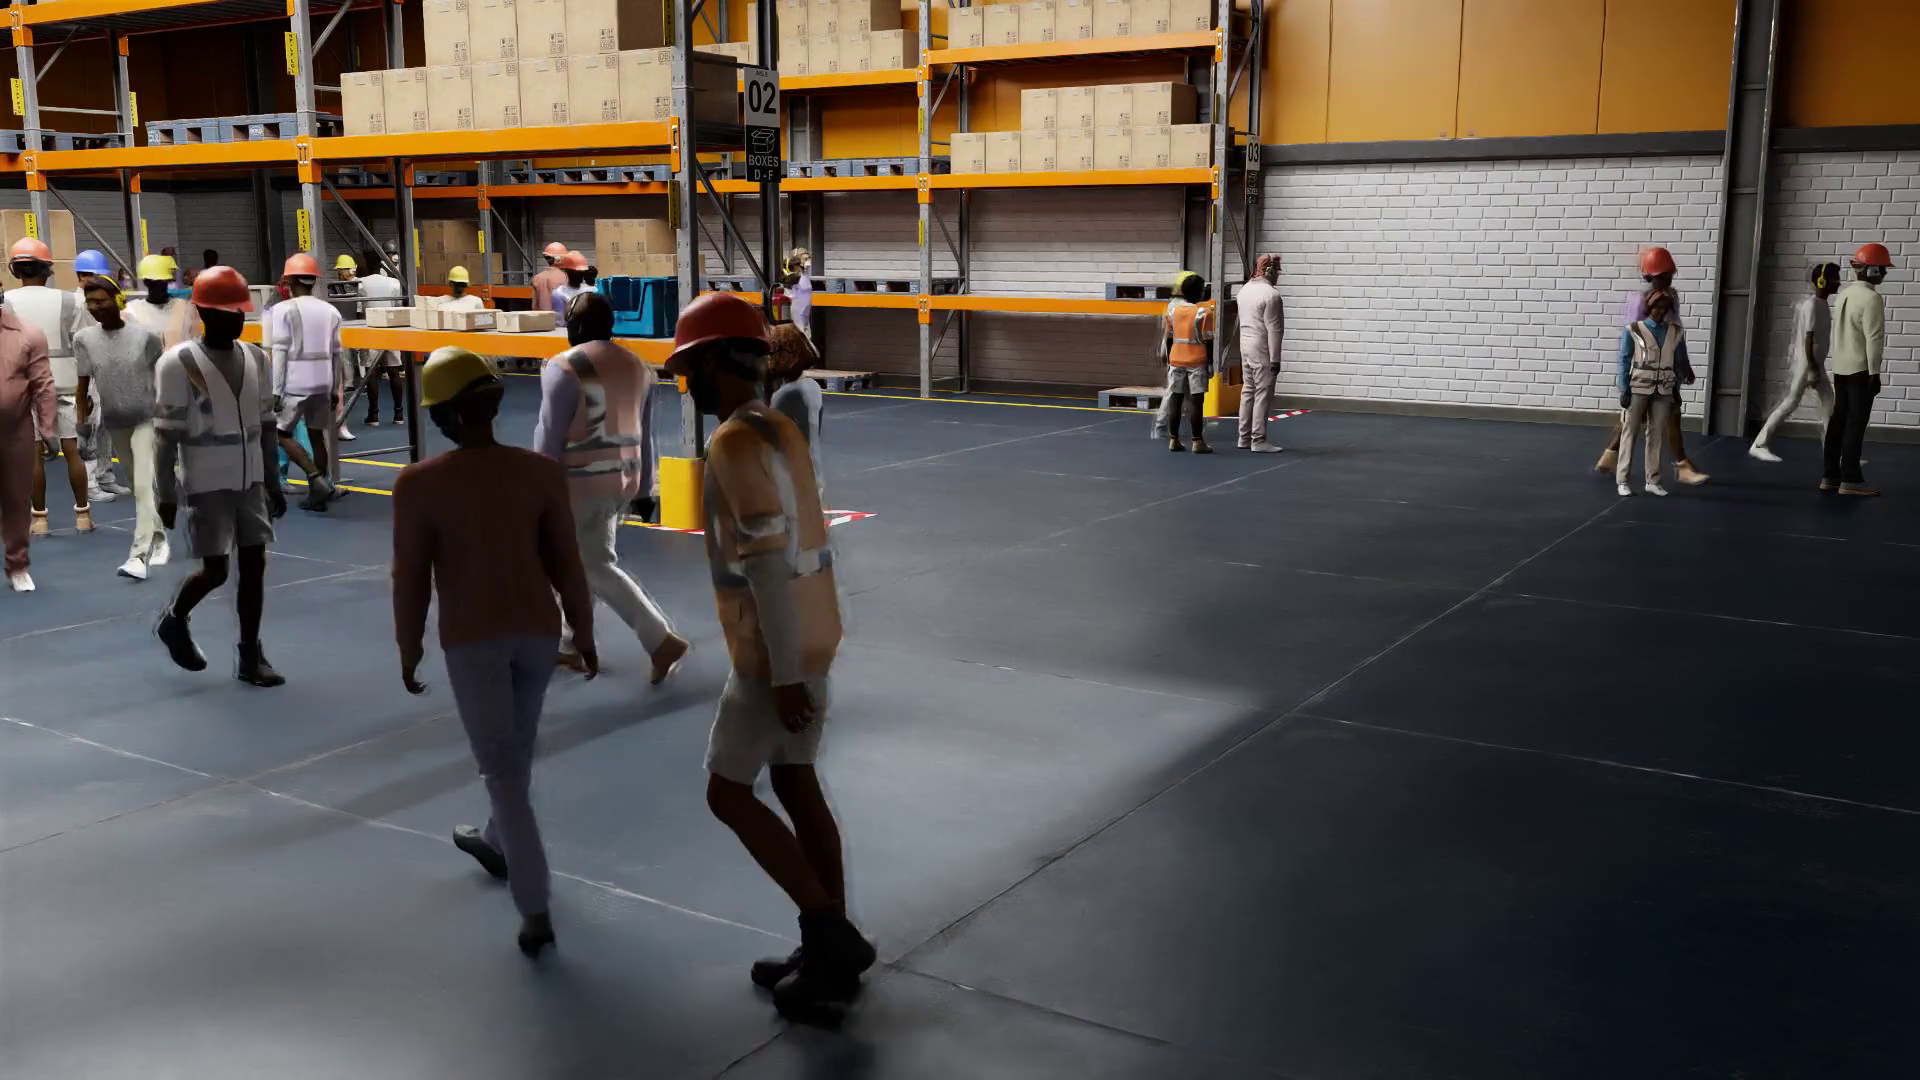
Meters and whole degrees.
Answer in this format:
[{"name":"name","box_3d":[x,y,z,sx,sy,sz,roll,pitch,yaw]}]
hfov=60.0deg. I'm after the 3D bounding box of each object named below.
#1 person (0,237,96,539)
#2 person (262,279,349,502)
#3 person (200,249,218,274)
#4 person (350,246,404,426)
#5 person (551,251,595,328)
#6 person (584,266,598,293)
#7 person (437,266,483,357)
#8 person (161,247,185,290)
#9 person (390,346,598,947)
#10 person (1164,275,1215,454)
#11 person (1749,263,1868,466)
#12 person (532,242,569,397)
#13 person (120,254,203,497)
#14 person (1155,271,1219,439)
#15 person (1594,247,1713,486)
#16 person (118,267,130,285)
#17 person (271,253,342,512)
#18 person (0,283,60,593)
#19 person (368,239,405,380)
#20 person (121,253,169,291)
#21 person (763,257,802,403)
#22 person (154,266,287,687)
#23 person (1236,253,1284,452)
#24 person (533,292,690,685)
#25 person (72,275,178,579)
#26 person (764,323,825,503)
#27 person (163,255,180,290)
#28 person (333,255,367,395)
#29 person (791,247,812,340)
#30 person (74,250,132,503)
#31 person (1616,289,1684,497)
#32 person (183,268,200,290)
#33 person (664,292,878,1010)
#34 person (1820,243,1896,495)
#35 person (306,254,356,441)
[{"name":"person","box_3d":[-6.258,-1.032,11.352,0.610,2.040,0.394,-7,12,-33]},{"name":"person","box_3d":[-5.116,-1.188,12.926,0.963,1.773,0.664,4,11,19]},{"name":"person","box_3d":[-11.049,-3.386,24.820,0.678,1.895,0.620,7,12,33]},{"name":"person","box_3d":[-6.366,-2.232,18.204,0.618,1.963,0.361,-7,12,-33]},{"name":"person","box_3d":[-3.961,-2.000,17.058,0.808,1.917,0.549,6,12,30]},{"name":"person","box_3d":[-4.765,-2.703,21.574,0.533,1.693,0.319,-2,10,-11]},{"name":"person","box_3d":[-5.366,-2.055,17.833,0.536,1.748,0.424,-2,10,-10]},{"name":"person","box_3d":[-12.979,-3.858,27.414,0.703,1.908,0.405,7,12,33]},{"name":"person","box_3d":[-1.357,0.295,4.907,0.559,1.712,0.935,-8,13,-38]},{"name":"person","box_3d":[2.194,-1.674,15.852,0.540,1.697,0.317,9,13,40]},{"name":"person","box_3d":[7.675,-1.579,14.996,0.990,1.830,0.551,10,14,43]},{"name":"person","box_3d":[-4.757,-2.504,19.640,0.614,1.990,0.392,5,11,27]},{"name":"person","box_3d":[-5.981,-1.179,12.498,0.605,1.913,0.440,-6,12,-30]},{"name":"person","box_3d":[2.358,-1.880,16.972,0.851,1.698,0.494,-3,11,-18]},{"name":"person","box_3d":[5.801,-1.442,13.841,0.963,1.963,0.603,7,12,33]},{"name":"person","box_3d":[-12.206,-3.195,24.455,0.507,1.635,0.272,-3,11,-18]},{"name":"person","box_3d":[-4.809,-1.138,12.250,0.553,1.923,0.603,6,12,31]},{"name":"person","box_3d":[-5.439,-0.591,9.383,0.640,1.878,0.698,-8,13,-36]},{"name":"person","box_3d":[-8.240,-3.369,24.297,0.536,2.000,0.676,5,11,24]},{"name":"person","box_3d":[-10.159,-2.667,20.812,0.564,1.890,0.909,-6,12,-32]},{"name":"person","box_3d":[-1.809,-1.960,17.023,0.535,1.851,0.538,2,10,8]},{"name":"person","box_3d":[-3.352,-0.274,7.498,0.612,1.912,0.585,5,12,28]},{"name":"person","box_3d":[2.898,-1.780,15.908,0.402,1.896,0.652,-4,11,-20]},{"name":"person","box_3d":[-1.619,-0.233,7.607,0.903,1.800,0.644,5,11,25]},{"name":"person","box_3d":[-5.030,-0.678,10.034,0.548,1.804,0.988,-1,10,-7]},{"name":"person","box_3d":[-0.792,-0.211,7.929,0.287,1.633,0.497,2,10,13]},{"name":"person","box_3d":[-10.506,-2.856,22.061,0.415,1.818,0.596,2,10,9]},{"name":"person","box_3d":[-7.979,-2.807,21.769,0.600,1.827,0.404,5,11,26]},{"name":"person","box_3d":[-2.003,-2.672,20.716,0.371,1.940,0.627,2,11,13]},{"name":"person","box_3d":[-6.708,-1.267,12.916,0.403,1.943,0.615,0,10,0]},{"name":"person","box_3d":[5.463,-1.160,13.175,0.514,1.639,0.310,-1,10,-4]},{"name":"person","box_3d":[-10.761,-3.015,23.456,0.281,1.636,0.500,3,11,18]},{"name":"person","box_3d":[-0.530,0.296,4.429,0.579,1.883,0.589,2,10,9]},{"name":"person","box_3d":[7.193,-1.362,13.305,0.390,1.991,0.623,0,10,1]},{"name":"person","box_3d":[-6.430,-1.903,16.626,0.810,1.878,0.642,9,14,41]}]
